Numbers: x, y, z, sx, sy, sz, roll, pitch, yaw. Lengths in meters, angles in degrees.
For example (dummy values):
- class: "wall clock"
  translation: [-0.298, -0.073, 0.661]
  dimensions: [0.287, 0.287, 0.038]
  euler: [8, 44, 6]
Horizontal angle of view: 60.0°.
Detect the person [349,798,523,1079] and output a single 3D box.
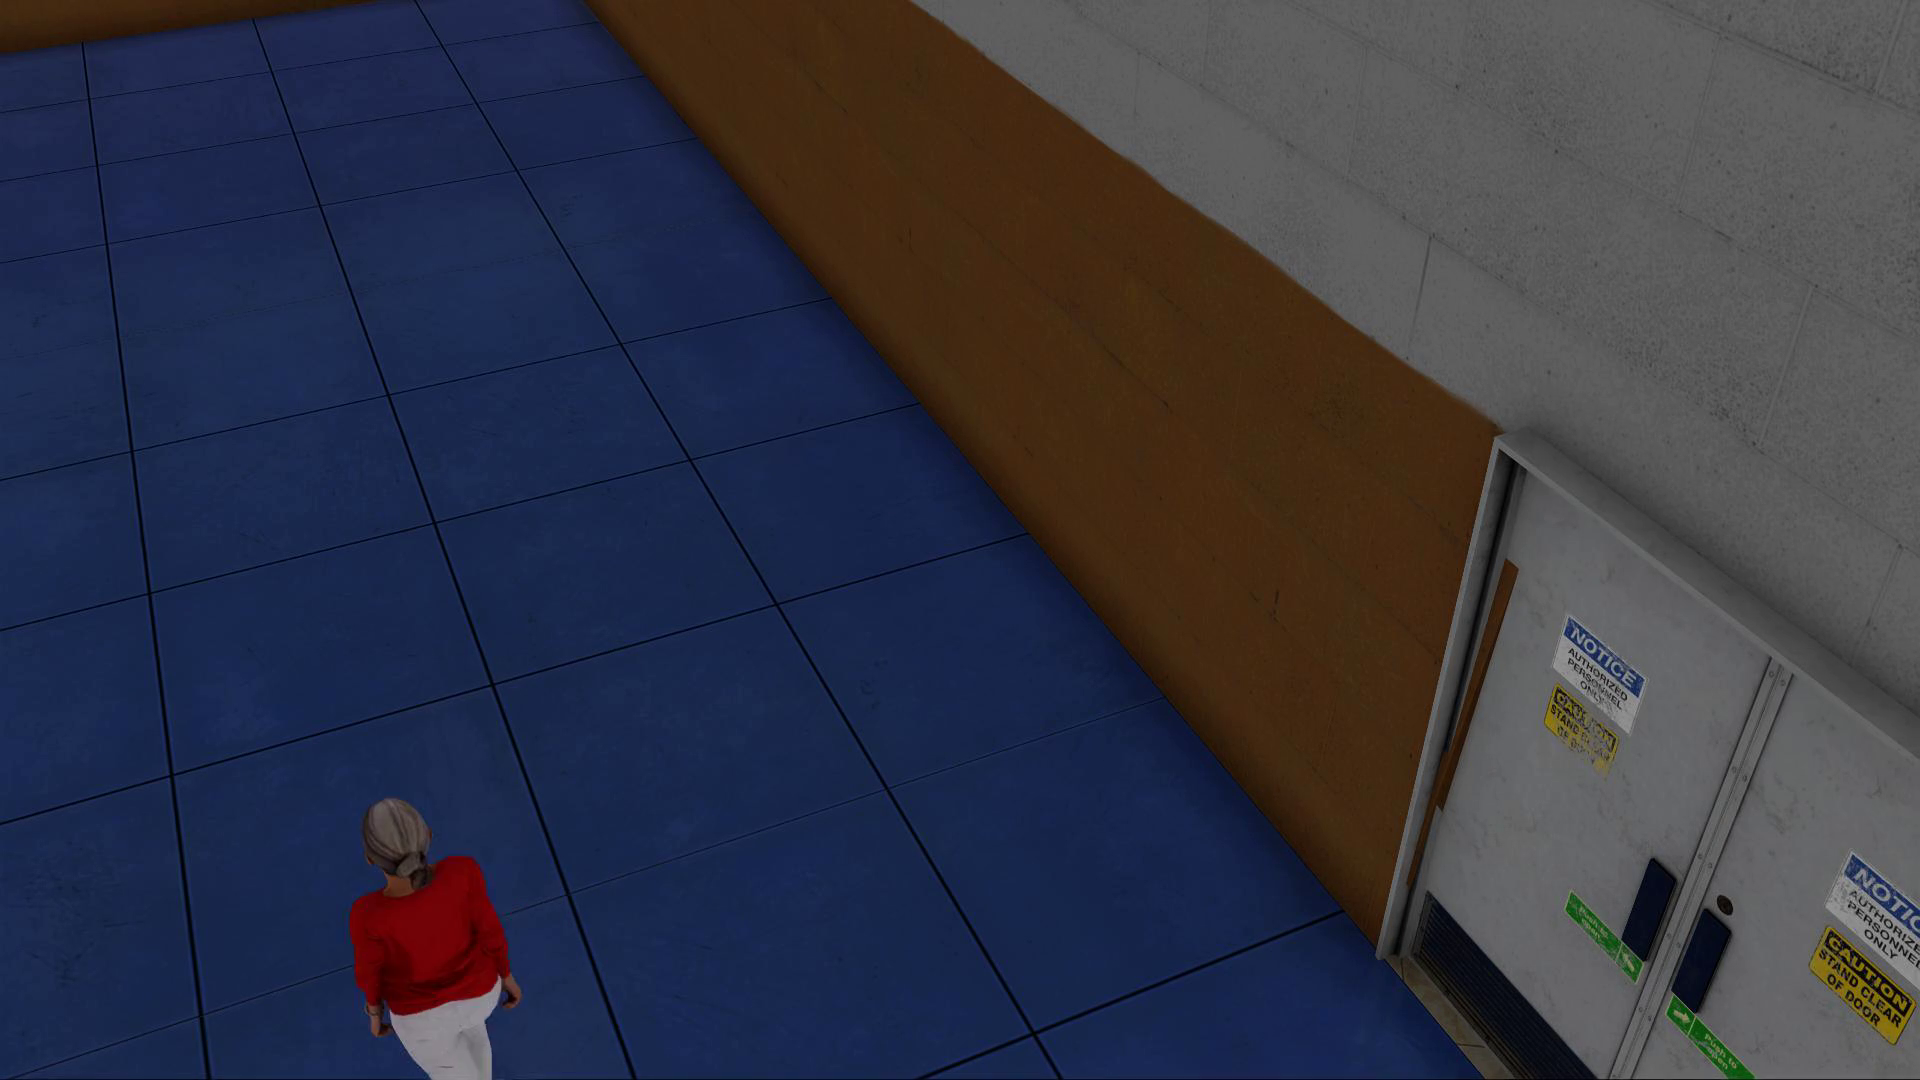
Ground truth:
- class: "person"
  translation: [-1.468, 1.439, 4.910]
  dimensions: [0.847, 1.674, 0.761]
  euler: [-26, 44, -31]
